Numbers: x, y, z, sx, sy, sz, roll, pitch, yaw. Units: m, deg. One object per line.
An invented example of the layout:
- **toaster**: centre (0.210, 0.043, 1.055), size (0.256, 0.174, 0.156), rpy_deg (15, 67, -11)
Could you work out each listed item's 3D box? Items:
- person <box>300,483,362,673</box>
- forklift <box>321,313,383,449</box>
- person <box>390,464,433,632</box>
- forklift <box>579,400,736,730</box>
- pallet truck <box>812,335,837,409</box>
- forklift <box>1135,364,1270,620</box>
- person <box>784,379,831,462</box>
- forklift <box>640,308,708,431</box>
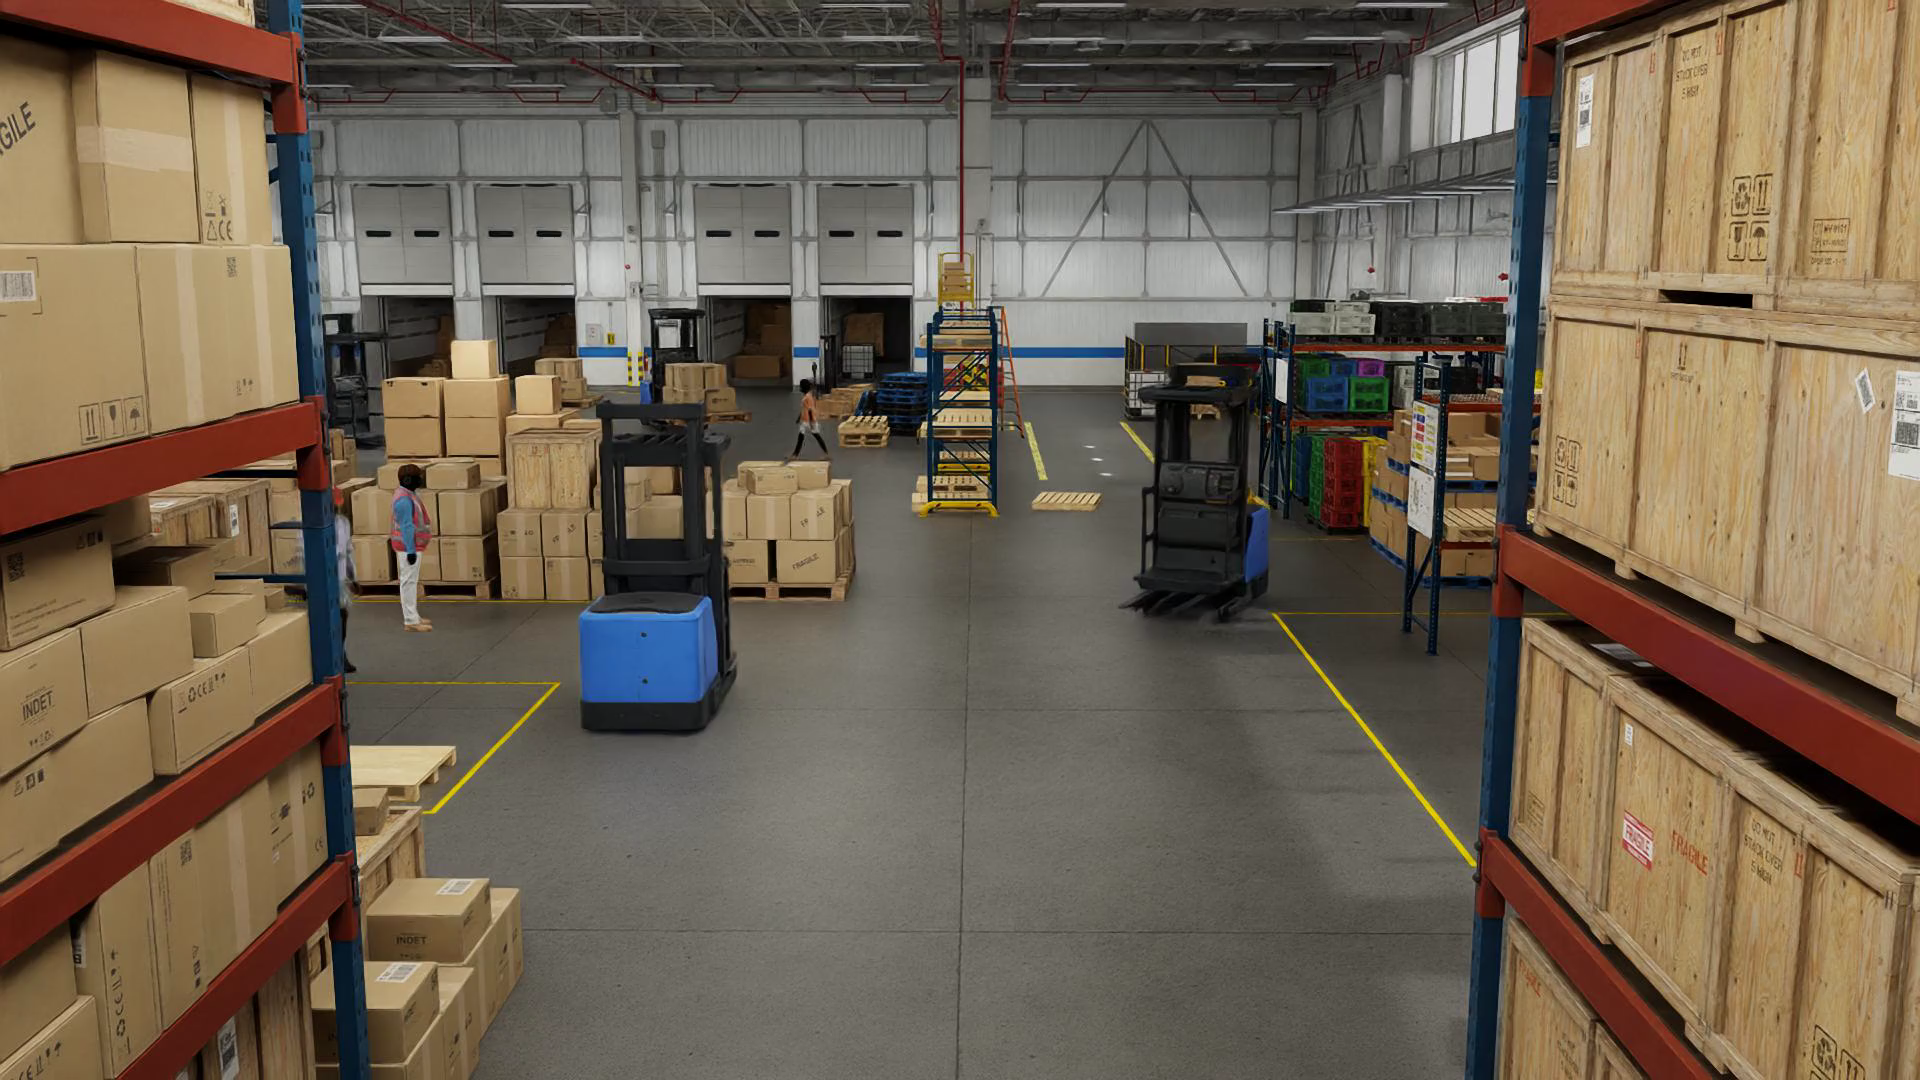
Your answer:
- **person**: centre (-6.208, 0.374, 16.323), size (0.547, 1.916, 0.568), rpy_deg (5, 11, 24)
- **forklift**: centre (-13.290, -3.411, 35.384), size (1.873, 2.768, 1.129), rpy_deg (4, 10, 20)
- **person**: centre (-6.003, 0.082, 18.227), size (0.430, 1.845, 0.624), rpy_deg (-3, 10, -15)
- **forklift**: centre (-2.722, 0.141, 14.888), size (1.129, 2.768, 1.873), rpy_deg (0, 10, 1)
- **pallet truck**: centre (-3.021, -4.312, 43.126), size (1.885, 1.965, 0.823), rpy_deg (3, 10, 17)
- **forklift**: centre (2.907, -0.646, 19.429), size (1.129, 2.768, 1.873), rpy_deg (5, 11, 25)
- **person**: centre (-2.990, -2.355, 32.851), size (0.919, 1.646, 0.521), rpy_deg (0, 10, 1)
- **forklift**: centre (-6.777, -4.030, 38.951), size (1.129, 2.768, 1.873), rpy_deg (-5, 11, -27)
